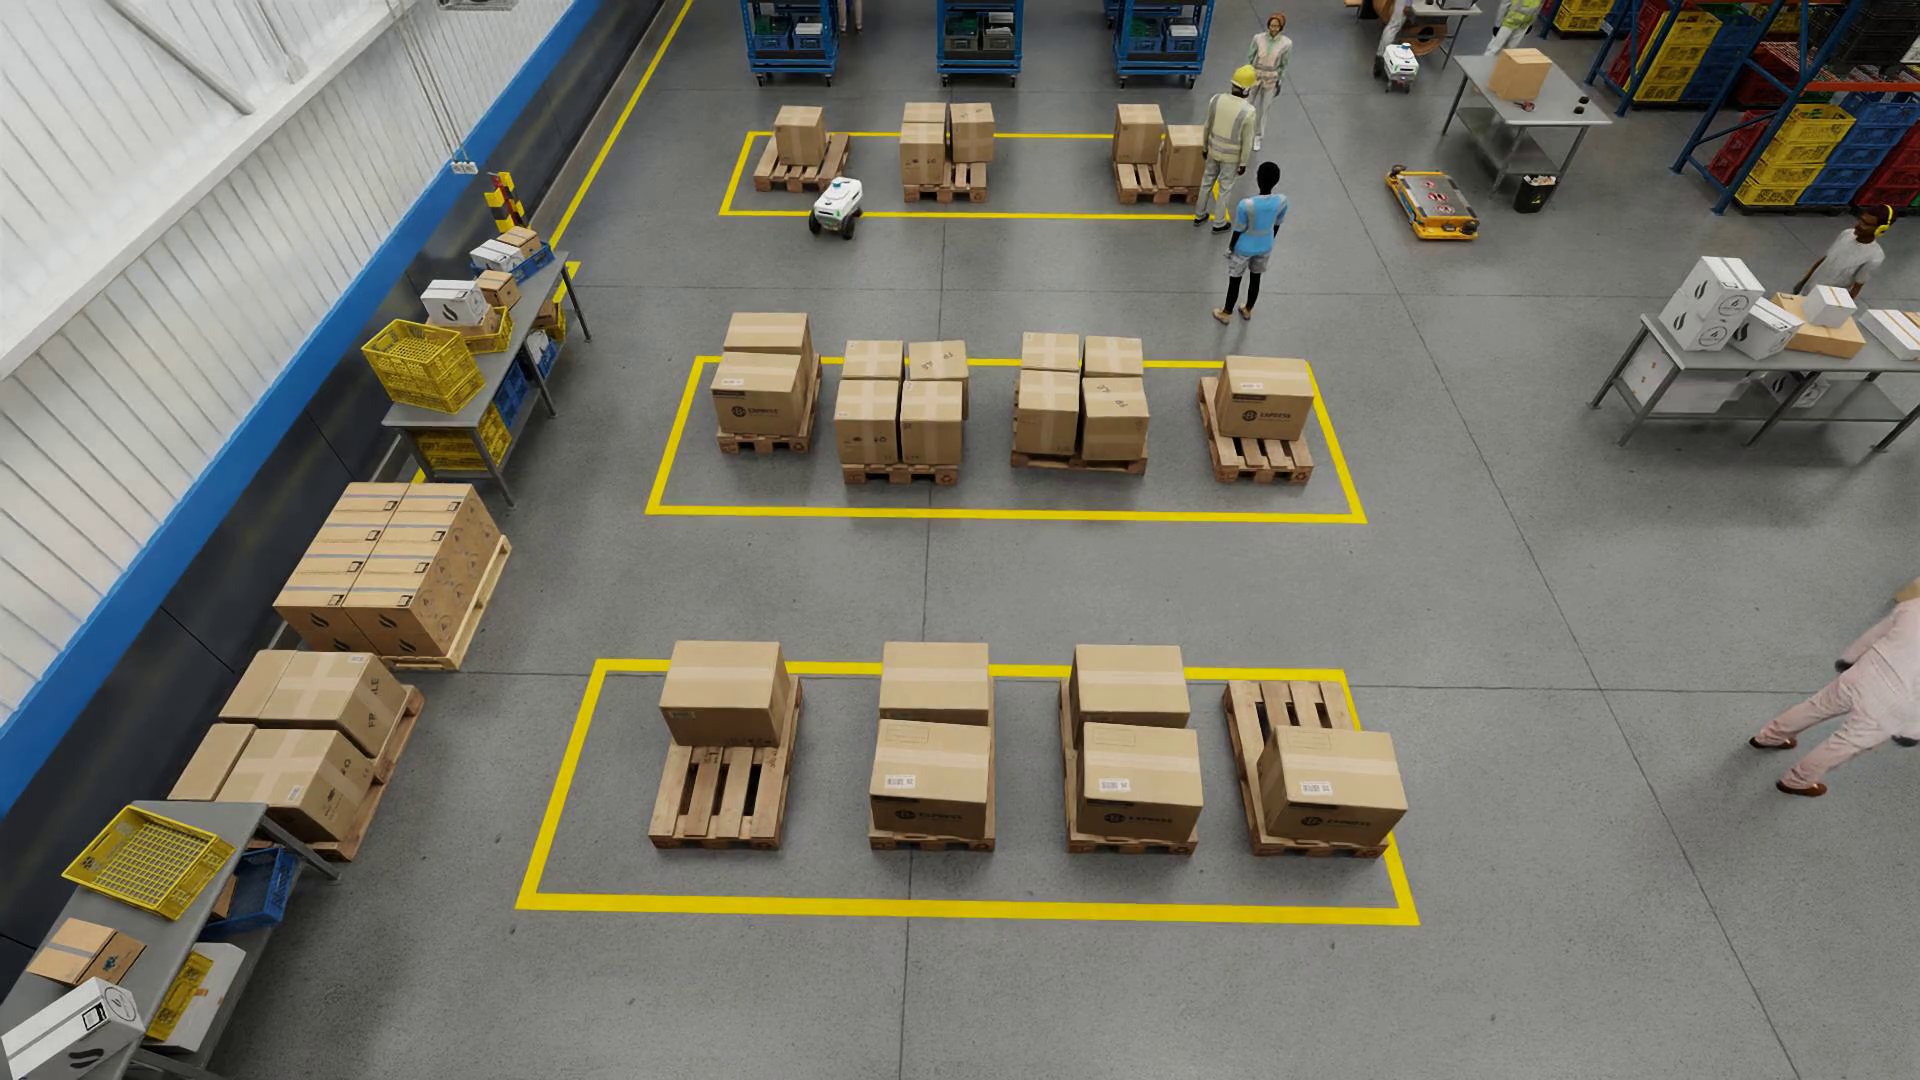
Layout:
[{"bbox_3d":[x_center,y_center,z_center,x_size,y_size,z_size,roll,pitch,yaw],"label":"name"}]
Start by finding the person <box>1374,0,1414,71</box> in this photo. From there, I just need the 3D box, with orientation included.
[{"bbox_3d":[6.461,-7.857,13.230,0.370,1.930,0.628,14,51,12],"label":"person"}]

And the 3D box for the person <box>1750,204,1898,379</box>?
[{"bbox_3d":[7.778,-2.177,8.350,0.325,1.871,0.516,0,49,0],"label":"person"}]

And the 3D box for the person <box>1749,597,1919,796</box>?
[{"bbox_3d":[5.716,0.933,5.643,0.400,1.900,0.651,2,49,2],"label":"person"}]

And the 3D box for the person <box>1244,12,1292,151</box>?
[{"bbox_3d":[3.837,-5.810,11.644,0.523,1.639,0.306,17,51,14],"label":"person"}]

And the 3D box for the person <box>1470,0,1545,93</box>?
[{"bbox_3d":[7.700,-7.179,12.706,0.628,1.837,0.430,-9,50,-8],"label":"person"}]

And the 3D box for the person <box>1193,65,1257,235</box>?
[{"bbox_3d":[2.979,-4.344,10.249,0.403,1.830,0.601,-35,58,-27],"label":"person"}]

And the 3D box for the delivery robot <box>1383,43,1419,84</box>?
[{"bbox_3d":[6.375,-6.918,13.257,0.477,0.478,0.707,4,49,3],"label":"delivery robot"}]

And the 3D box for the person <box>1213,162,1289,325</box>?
[{"bbox_3d":[2.890,-2.914,9.101,0.532,1.696,0.318,-12,50,-10],"label":"person"}]

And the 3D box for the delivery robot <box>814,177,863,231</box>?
[{"bbox_3d":[-1.413,-3.963,10.699,0.477,0.478,0.707,15,51,13],"label":"delivery robot"}]

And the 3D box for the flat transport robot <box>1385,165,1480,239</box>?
[{"bbox_3d":[5.692,-4.094,11.059,0.652,0.197,1.431,1,49,1],"label":"flat transport robot"}]

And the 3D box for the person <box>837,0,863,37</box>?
[{"bbox_3d":[-1.755,-8.825,14.032,0.624,1.984,0.413,-19,52,-16],"label":"person"}]
